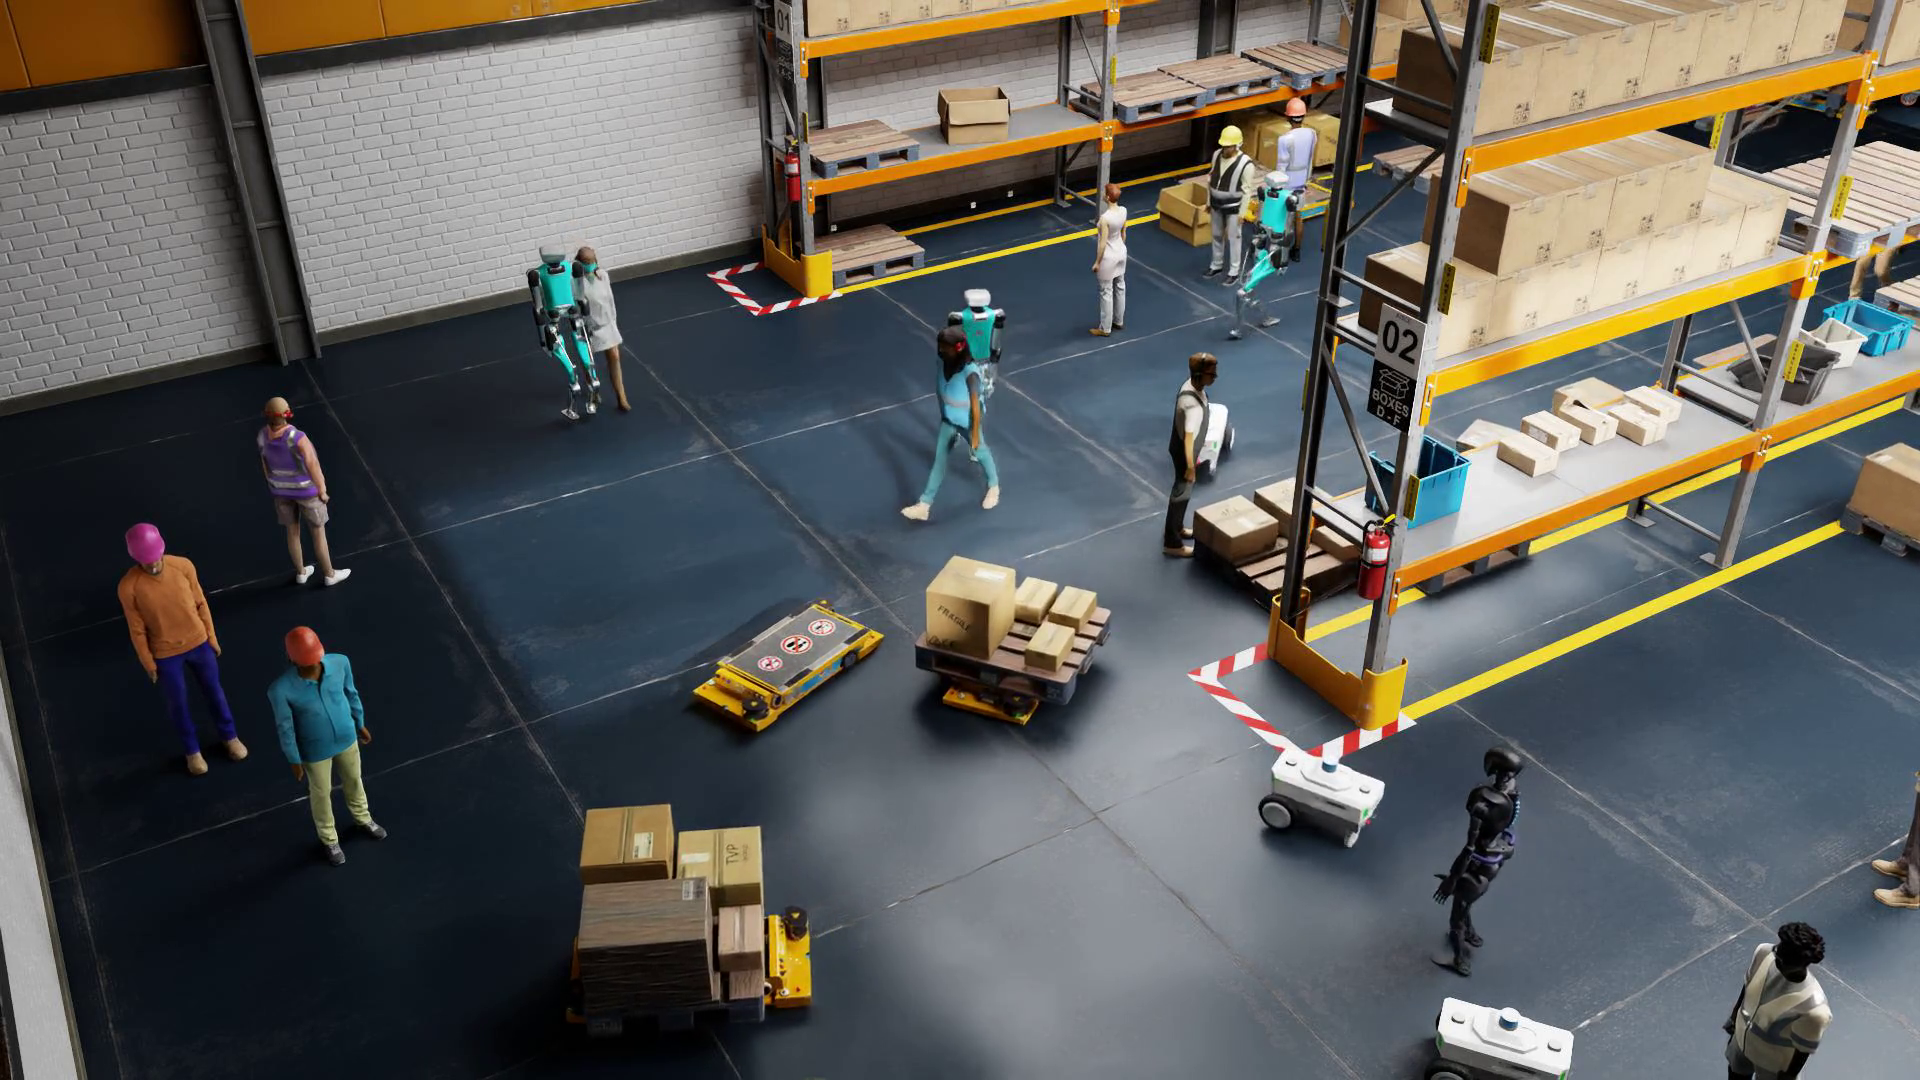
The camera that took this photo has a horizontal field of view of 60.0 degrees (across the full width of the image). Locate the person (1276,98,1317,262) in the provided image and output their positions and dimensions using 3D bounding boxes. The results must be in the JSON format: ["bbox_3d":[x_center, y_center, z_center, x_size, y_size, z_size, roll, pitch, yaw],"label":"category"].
[{"bbox_3d":[3.772,-4.094,19.049,0.550,1.929,0.372,-19,37,-28],"label":"person"}]

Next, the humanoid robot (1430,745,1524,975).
[{"bbox_3d":[3.026,1.886,9.749,0.339,1.654,0.592,23,39,32],"label":"humanoid robot"}]

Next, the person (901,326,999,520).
[{"bbox_3d":[-0.020,-1.009,14.244,0.593,1.806,1.005,26,41,35],"label":"person"}]

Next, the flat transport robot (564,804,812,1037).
[{"bbox_3d":[-1.621,2.556,10.007,1.431,0.231,0.659,-3,32,-5],"label":"flat transport robot"}]

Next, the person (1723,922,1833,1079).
[{"bbox_3d":[4.154,2.613,8.575,0.320,1.693,0.532,-7,33,-11],"label":"person"}]

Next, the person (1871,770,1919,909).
[{"bbox_3d":[6.012,1.509,10.256,0.321,1.776,0.480,14,35,21],"label":"person"}]

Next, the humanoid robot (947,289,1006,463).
[{"bbox_3d":[0.067,-1.532,15.126,0.571,1.724,0.984,-10,33,-15],"label":"humanoid robot"}]

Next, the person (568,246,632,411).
[{"bbox_3d":[-3.493,-1.995,15.975,0.502,1.634,0.755,-14,35,-21],"label":"person"}]

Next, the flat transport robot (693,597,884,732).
[{"bbox_3d":[-1.283,0.921,12.616,0.659,0.231,1.431,22,38,31],"label":"flat transport robot"}]

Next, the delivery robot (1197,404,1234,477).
[{"bbox_3d":[2.259,-0.973,15.380,0.499,0.609,0.805,8,33,13],"label":"delivery robot"}]

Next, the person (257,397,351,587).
[{"bbox_3d":[-5.311,-0.376,13.340,0.484,1.694,0.346,6,33,9],"label":"person"}]

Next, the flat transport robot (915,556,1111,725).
[{"bbox_3d":[0.447,0.872,12.693,0.659,0.231,1.431,13,34,20],"label":"flat transport robot"}]

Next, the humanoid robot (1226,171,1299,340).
[{"bbox_3d":[3.065,-2.929,17.415,1.004,1.774,0.539,-20,37,-29],"label":"humanoid robot"}]

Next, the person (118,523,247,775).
[{"bbox_3d":[-5.329,0.724,11.331,0.517,1.974,0.398,-25,40,-34],"label":"person"}]

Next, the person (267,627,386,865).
[{"bbox_3d":[-4.042,1.281,10.642,0.333,1.749,0.574,24,39,33],"label":"person"}]

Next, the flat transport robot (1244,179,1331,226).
[{"bbox_3d":[4.161,-4.181,20.752,1.431,0.231,0.659,-20,37,-29],"label":"flat transport robot"}]

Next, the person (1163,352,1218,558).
[{"bbox_3d":[1.900,-0.715,13.753,0.345,1.836,0.501,5,32,9],"label":"person"}]

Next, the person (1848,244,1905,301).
[{"bbox_3d":[9.989,-3.317,17.989,0.521,1.731,0.573,-23,39,-32],"label":"person"}]

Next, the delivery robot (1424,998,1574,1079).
[{"bbox_3d":[3.011,2.845,9.265,0.774,0.581,0.499,12,34,19],"label":"delivery robot"}]

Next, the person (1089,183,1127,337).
[{"bbox_3d":[1.570,-2.945,17.467,0.284,1.661,0.451,26,40,35],"label":"person"}]

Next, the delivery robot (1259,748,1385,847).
[{"bbox_3d":[2.414,1.691,11.136,0.785,0.614,0.516,19,37,27],"label":"delivery robot"}]

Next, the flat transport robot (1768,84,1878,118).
[{"bbox_3d":[12.581,-6.433,24.343,0.659,0.231,1.431,-26,40,-35],"label":"flat transport robot"}]

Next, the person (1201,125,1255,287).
[{"bbox_3d":[2.976,-3.744,18.593,0.404,1.826,0.593,-26,40,-35],"label":"person"}]

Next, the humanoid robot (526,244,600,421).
[{"bbox_3d":[-3.646,-1.886,15.583,0.533,1.677,0.735,-16,35,-24],"label":"humanoid robot"}]
